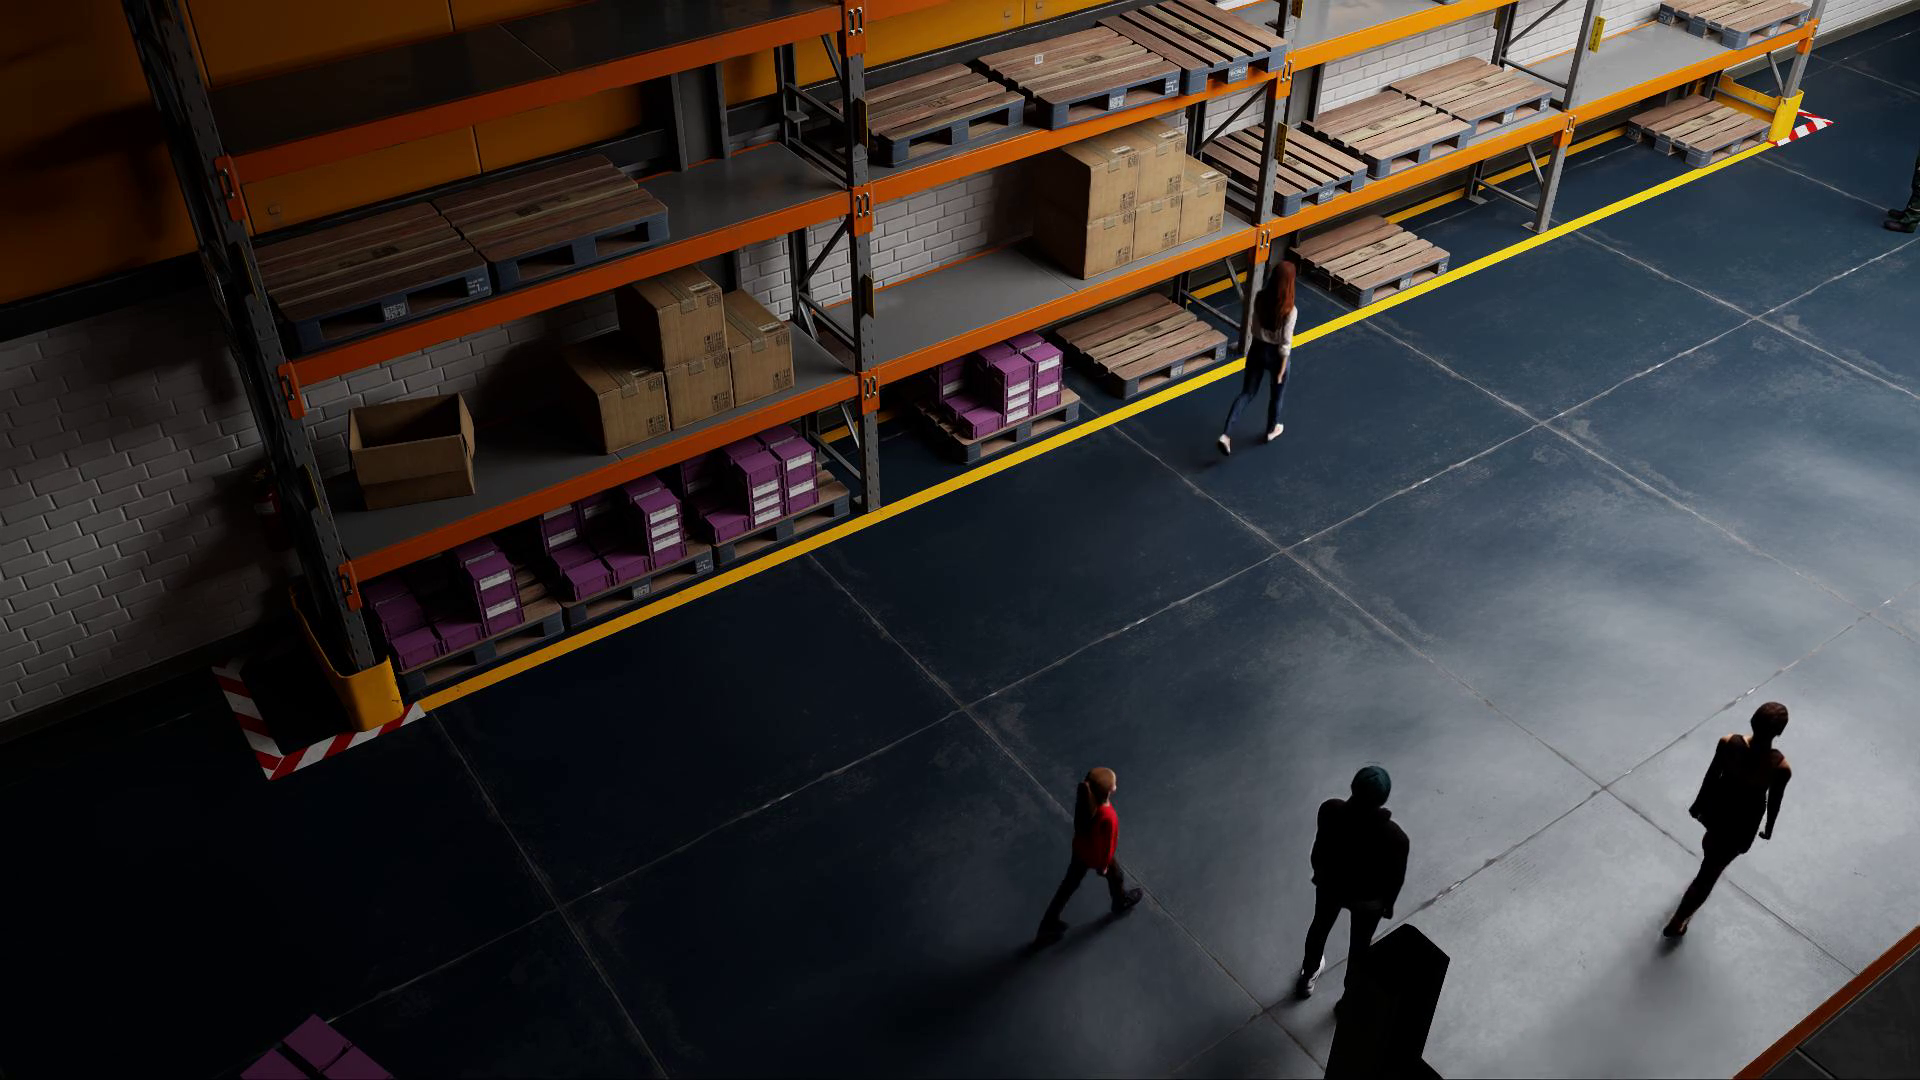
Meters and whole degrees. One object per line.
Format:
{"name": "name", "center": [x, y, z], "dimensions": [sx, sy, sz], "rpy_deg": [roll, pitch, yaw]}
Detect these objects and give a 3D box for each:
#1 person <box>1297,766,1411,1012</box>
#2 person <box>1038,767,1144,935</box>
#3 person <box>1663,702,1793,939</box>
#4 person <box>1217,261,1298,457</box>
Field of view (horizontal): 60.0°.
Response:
{"name": "person", "center": [2.132, 1.885, 9.056], "dimensions": [0.751, 1.818, 0.726], "rpy_deg": [22, 43, 25]}
{"name": "person", "center": [0.722, 1.818, 9.588], "dimensions": [0.947, 1.259, 0.534], "rpy_deg": [-21, 43, -24]}
{"name": "person", "center": [4.379, 1.623, 9.535], "dimensions": [1.157, 1.630, 0.685], "rpy_deg": [-29, 47, -32]}
{"name": "person", "center": [2.408, -1.424, 13.289], "dimensions": [0.760, 1.707, 1.108], "rpy_deg": [27, 46, 30]}
